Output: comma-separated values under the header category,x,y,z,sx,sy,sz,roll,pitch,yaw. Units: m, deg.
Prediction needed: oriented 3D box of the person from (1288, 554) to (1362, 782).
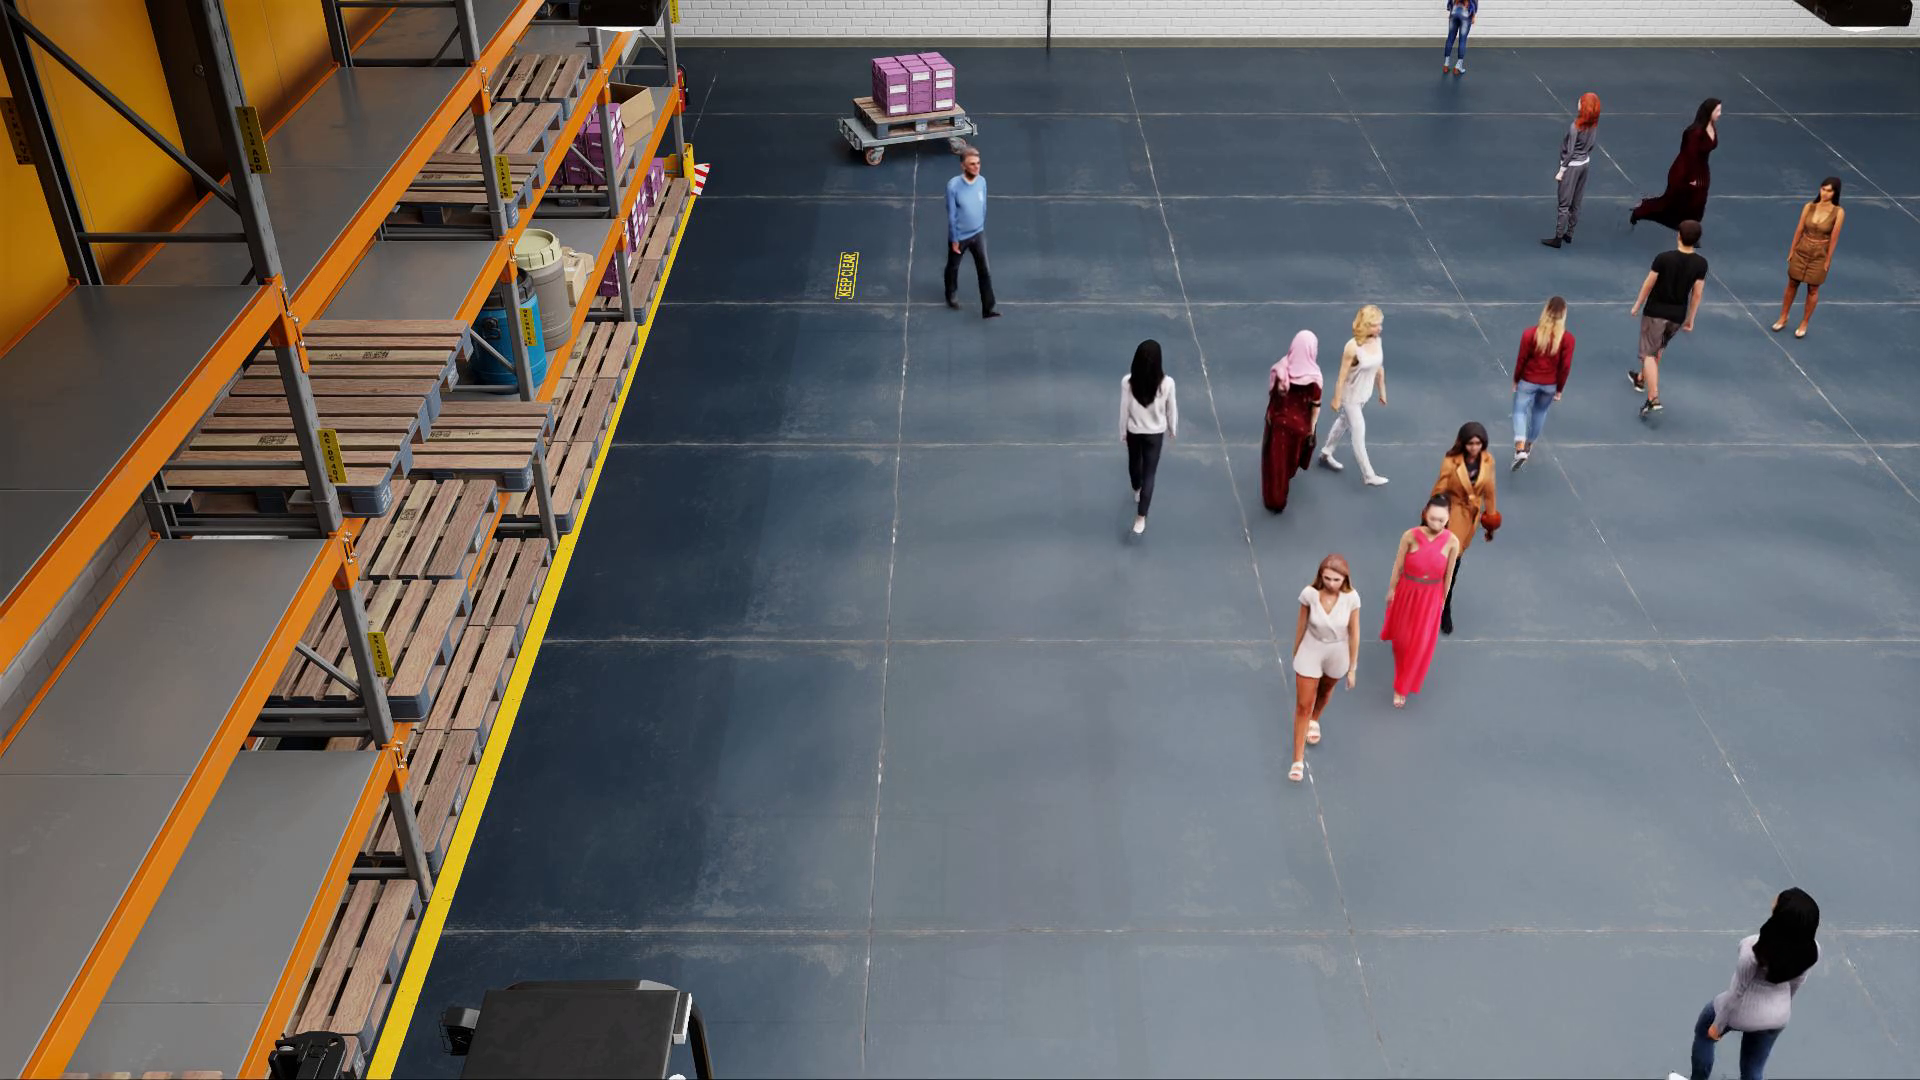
category,x,y,z,sx,sy,sz,roll,pitch,yaw
person,2.505,0.755,11.409,0.733,1.659,1.086,6,34,9

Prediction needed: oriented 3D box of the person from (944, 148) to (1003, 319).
category,x,y,z,sx,sy,sz,roll,pitch,yaw
person,0.009,-3.203,17.269,1.009,1.764,1.240,-16,37,-23

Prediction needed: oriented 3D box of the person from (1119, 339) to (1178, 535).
category,x,y,z,sx,sy,sz,roll,pitch,yaw
person,1.536,-0.835,13.797,0.778,1.663,1.176,6,34,9

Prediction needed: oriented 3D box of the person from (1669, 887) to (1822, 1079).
category,x,y,z,sx,sy,sz,roll,pitch,yaw
person,4.173,2.547,8.653,0.660,1.726,0.704,-4,34,-6

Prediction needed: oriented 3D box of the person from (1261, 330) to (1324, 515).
category,x,y,z,sx,sy,sz,roll,pitch,yaw
person,2.775,-0.976,14.050,0.835,1.618,1.134,10,35,15

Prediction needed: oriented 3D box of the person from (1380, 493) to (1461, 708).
category,x,y,z,sx,sy,sz,roll,pitch,yaw
person,3.291,0.373,11.943,0.744,1.705,1.034,9,35,13

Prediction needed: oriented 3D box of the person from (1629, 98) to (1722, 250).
category,x,y,z,sx,sy,sz,roll,pitch,yaw
person,8.083,-4.117,18.690,1.062,1.713,1.171,-26,41,-33

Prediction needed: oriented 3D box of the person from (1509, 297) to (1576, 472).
category,x,y,z,sx,sy,sz,roll,pitch,yaw
person,5.078,-1.341,14.604,0.724,1.612,1.007,7,34,10

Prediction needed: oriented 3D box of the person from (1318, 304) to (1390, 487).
category,x,y,z,sx,sy,sz,roll,pitch,yaw
person,3.397,-1.310,14.540,1.017,1.632,1.102,-26,42,-33

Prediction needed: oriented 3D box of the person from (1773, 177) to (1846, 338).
category,x,y,z,sx,sy,sz,roll,pitch,yaw
person,8.625,-2.874,16.842,0.690,1.687,0.631,-29,43,-36

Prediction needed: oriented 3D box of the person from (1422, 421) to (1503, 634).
category,x,y,z,sx,sy,sz,roll,pitch,yaw
person,3.783,-0.190,12.791,0.797,1.702,0.860,-6,34,-10

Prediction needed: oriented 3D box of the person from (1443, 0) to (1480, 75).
category,x,y,z,sx,sy,sz,roll,pitch,yaw
person,7.211,-7.542,23.930,0.692,1.616,0.741,26,42,34

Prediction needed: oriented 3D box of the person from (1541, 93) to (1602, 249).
category,x,y,z,sx,sy,sz,roll,pitch,yaw
person,6.906,-4.165,18.702,0.657,1.779,0.680,-21,39,-29

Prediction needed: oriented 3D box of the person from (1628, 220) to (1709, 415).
category,x,y,z,sx,sy,sz,roll,pitch,yaw
person,6.568,-2.047,15.466,0.671,1.834,1.182,0,34,0
